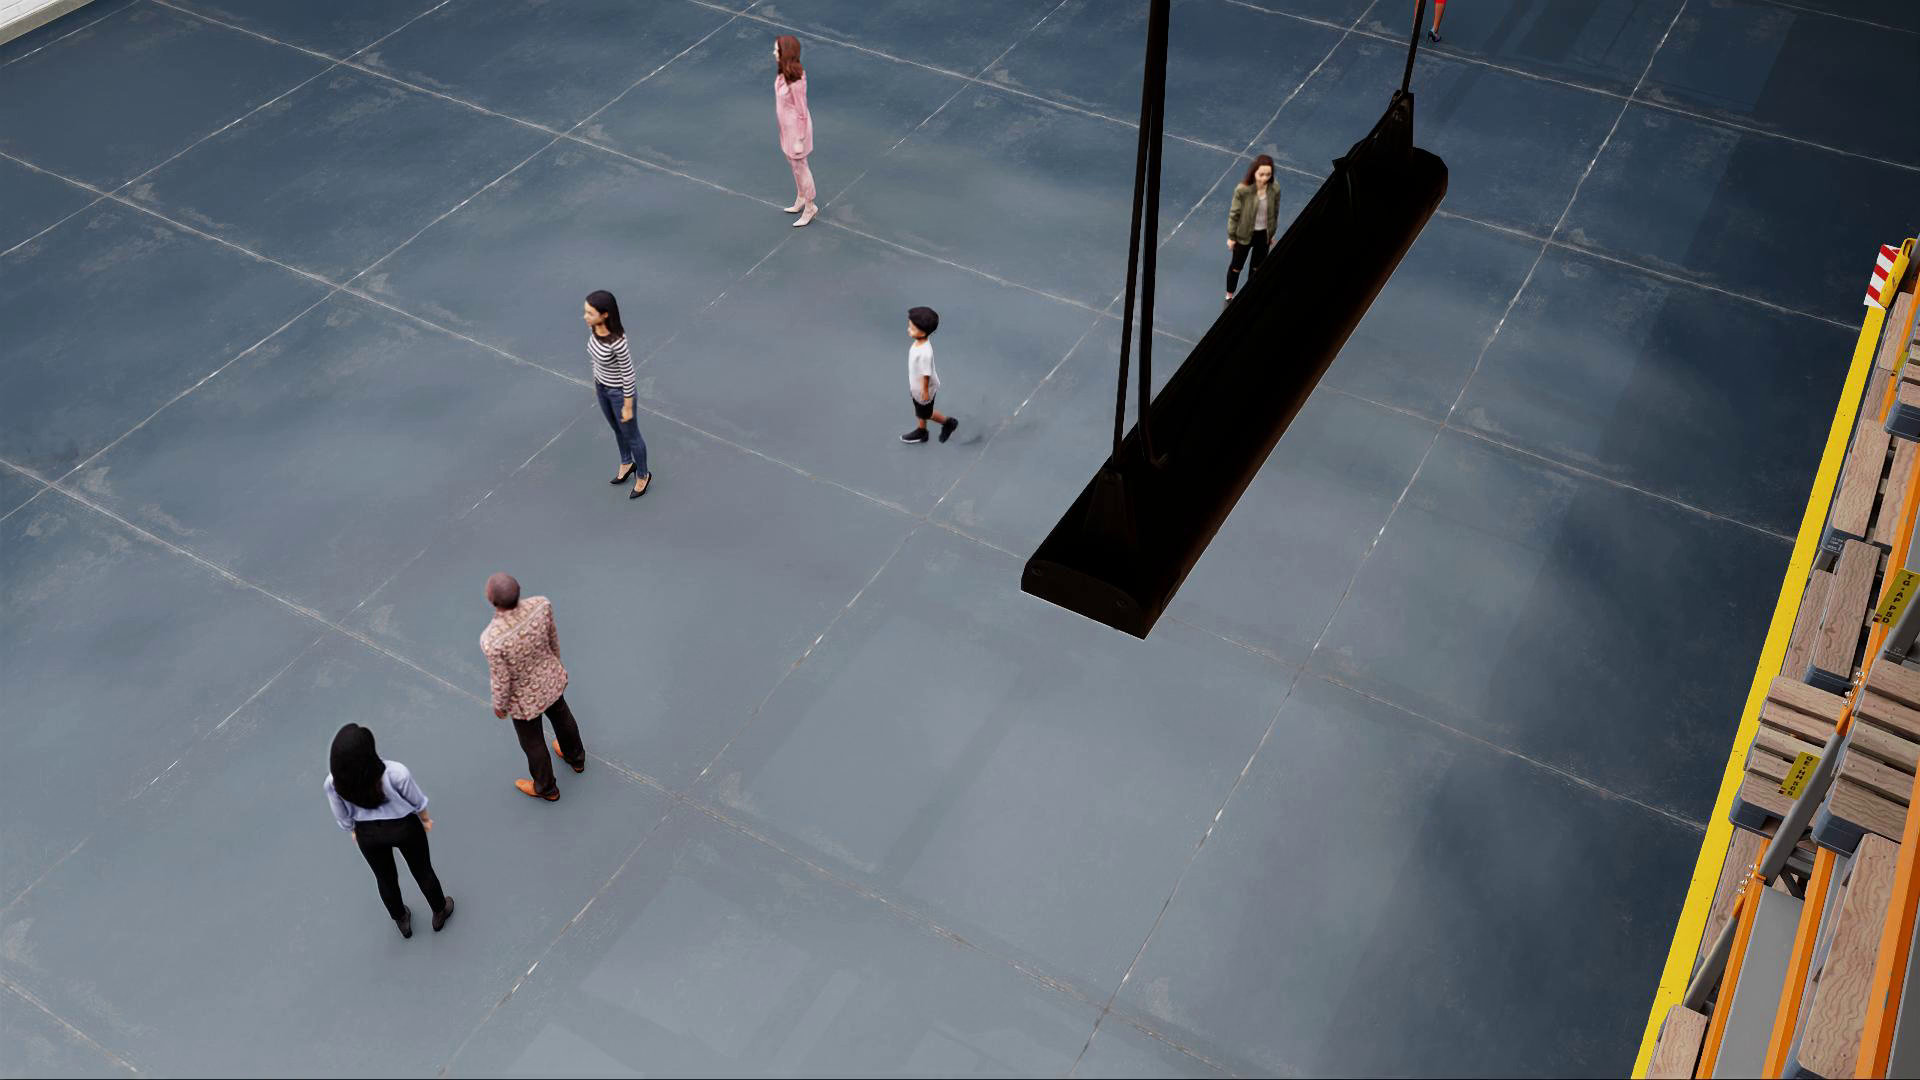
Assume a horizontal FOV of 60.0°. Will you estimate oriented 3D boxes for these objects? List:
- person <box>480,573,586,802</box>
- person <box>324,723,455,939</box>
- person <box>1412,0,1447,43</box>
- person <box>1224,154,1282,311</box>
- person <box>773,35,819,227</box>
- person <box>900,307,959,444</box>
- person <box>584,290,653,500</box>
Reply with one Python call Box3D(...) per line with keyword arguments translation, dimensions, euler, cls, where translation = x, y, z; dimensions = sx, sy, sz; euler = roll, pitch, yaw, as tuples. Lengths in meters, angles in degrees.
Box3D(translation=(-2.573, 0.873, 9.997), dimensions=(0.744, 1.808, 0.527), euler=(24, 49, 23), cls="person")
Box3D(translation=(-3.180, 1.625, 9.254), dimensions=(0.726, 1.744, 0.772), euler=(-8, 44, -8), cls="person")
Box3D(translation=(4.985, -6.037, 17.298), dimensions=(0.587, 1.743, 0.524), euler=(27, 50, 25), cls="person")
Box3D(translation=(2.427, -2.543, 13.823), dimensions=(0.654, 1.477, 0.697), euler=(-7, 44, -7), cls="person")
Box3D(translation=(-1.453, -3.627, 14.726), dimensions=(0.730, 1.802, 0.692), euler=(-14, 45, -14), cls="person")
Box3D(translation=(-0.218, -1.229, 12.606), dimensions=(0.750, 1.253, 0.698), euler=(-8, 44, -9), cls="person")
Box3D(translation=(-2.480, -1.056, 12.031), dimensions=(0.586, 1.797, 0.635), euler=(-31, 52, -29), cls="person")
